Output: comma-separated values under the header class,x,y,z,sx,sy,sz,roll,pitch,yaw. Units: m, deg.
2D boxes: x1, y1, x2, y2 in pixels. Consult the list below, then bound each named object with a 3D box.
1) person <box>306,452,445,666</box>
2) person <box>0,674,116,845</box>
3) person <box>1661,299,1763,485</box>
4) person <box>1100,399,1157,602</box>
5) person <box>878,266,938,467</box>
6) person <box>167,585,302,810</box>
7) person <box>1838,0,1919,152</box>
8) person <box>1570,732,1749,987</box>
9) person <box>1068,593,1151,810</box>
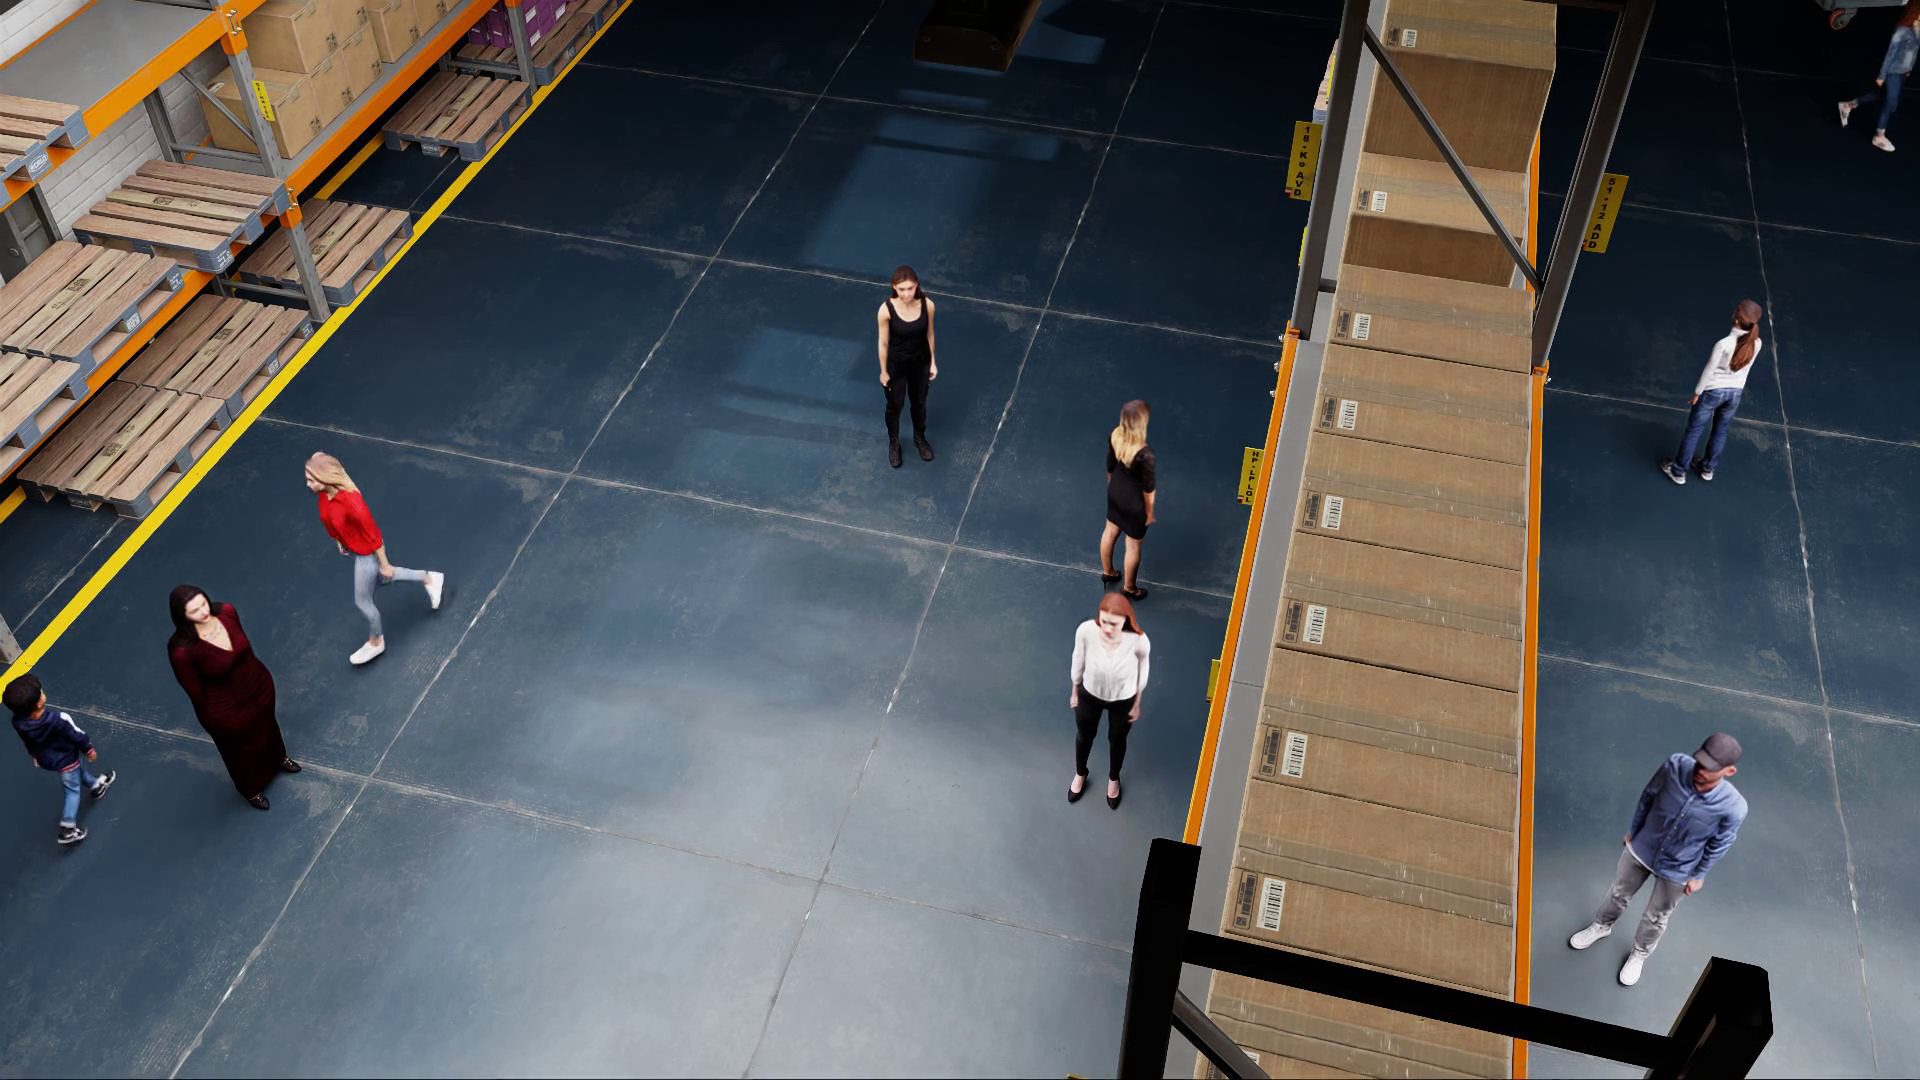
class,x,y,z,sx,sy,sz,roll,pitch,yaw
person,-3.808,0.040,10.830,0.954,1.672,1.156,28,50,26
person,-5.376,1.296,9.847,0.568,1.208,0.838,8,44,9
person,5.526,-1.069,12.077,0.586,1.556,0.605,-4,44,-4
person,1.124,-0.263,11.145,0.645,1.676,0.613,-28,50,-26
person,-0.386,-1.290,12.214,0.680,1.688,0.703,-12,45,-12
person,-4.334,0.902,9.862,0.739,1.758,0.558,15,46,15
person,8.763,-4.445,15.693,0.948,1.457,0.960,-27,50,-25
person,3.800,1.682,8.949,0.757,1.888,0.741,-32,52,-29
person,0.868,0.945,9.816,0.597,1.759,0.484,9,44,10
